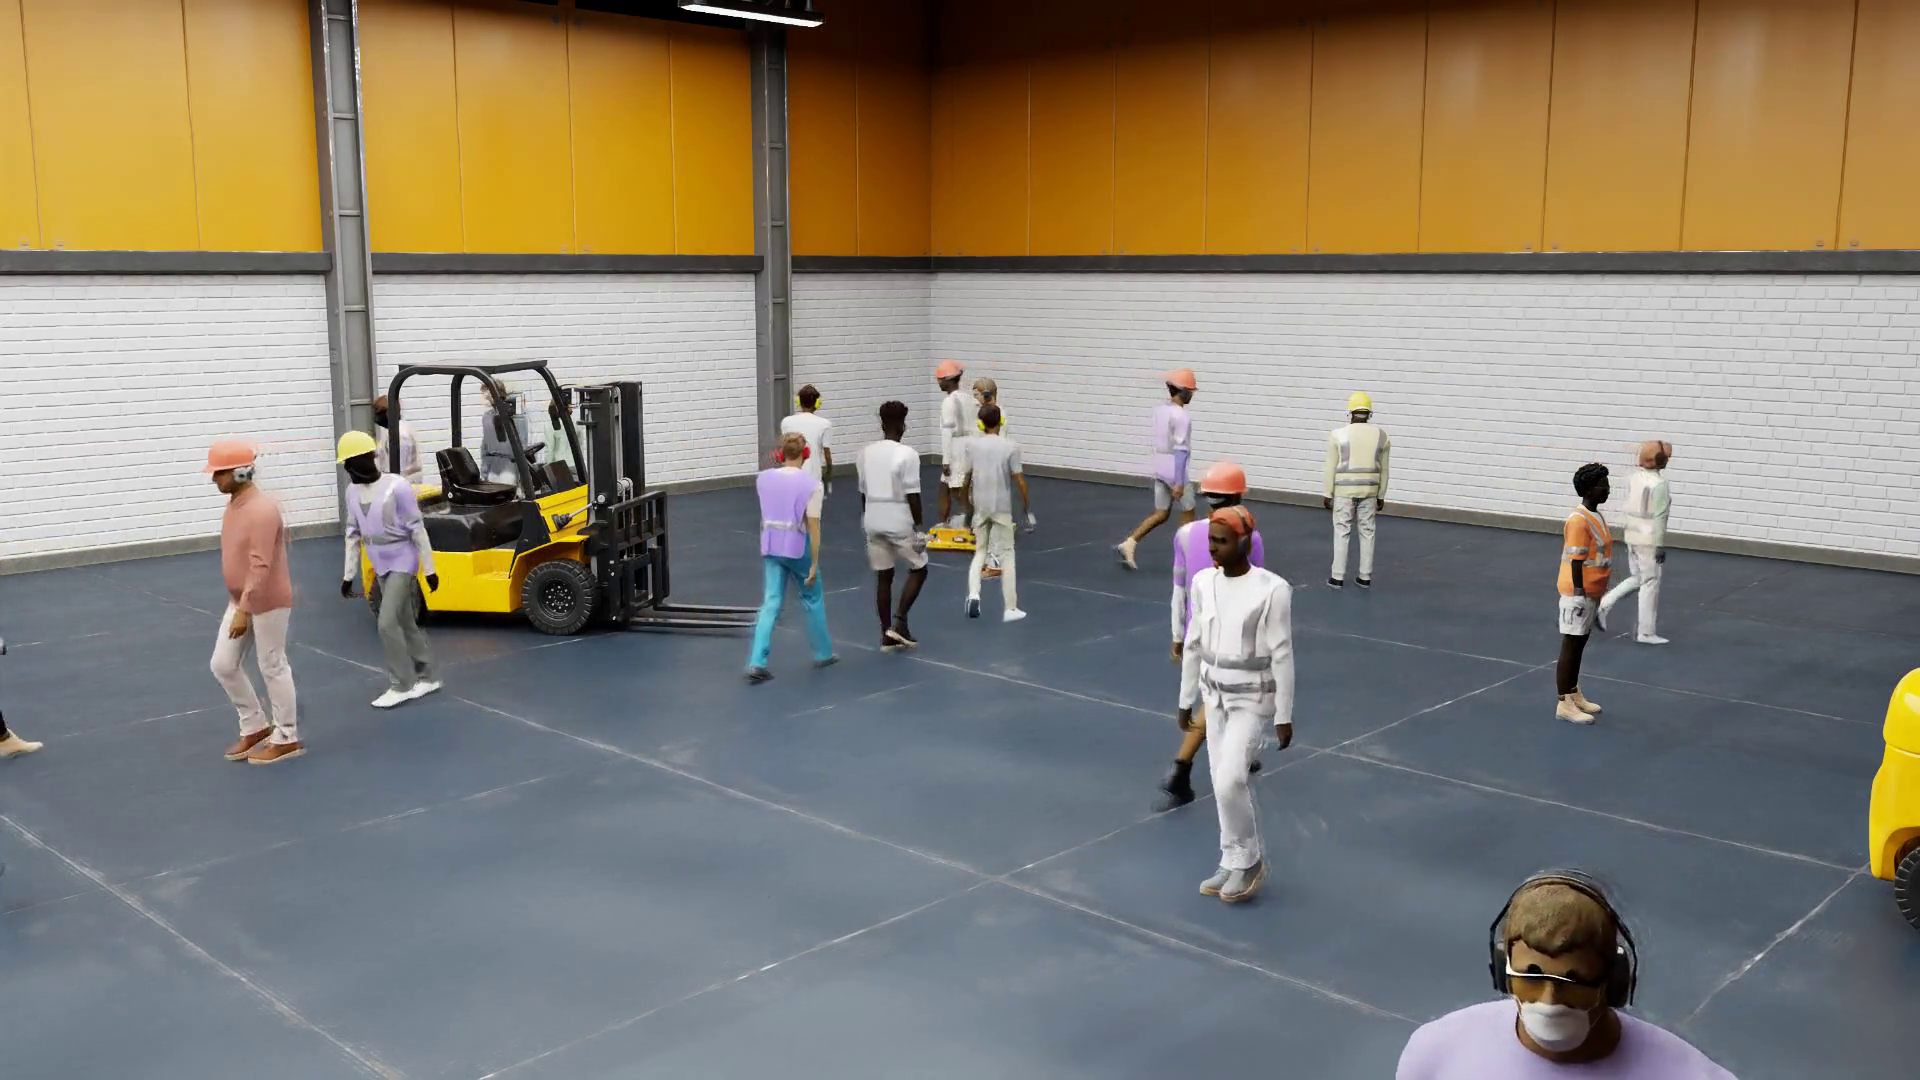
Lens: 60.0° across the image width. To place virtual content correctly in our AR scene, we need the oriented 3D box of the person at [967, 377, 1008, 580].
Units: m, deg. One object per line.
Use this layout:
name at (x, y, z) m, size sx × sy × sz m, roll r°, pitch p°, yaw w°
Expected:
person at (0.275, -0.588, 15.847) m, size 0.371 × 1.934 × 0.627 m, roll -1°, pitch 9°, yaw -7°

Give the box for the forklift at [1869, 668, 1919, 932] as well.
forklift at (5.205, 0.723, 7.013) m, size 2.313 × 2.155 × 1.214 m, roll 9°, pitch 13°, yaw 43°

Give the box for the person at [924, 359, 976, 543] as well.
person at (0.027, -0.922, 17.684) m, size 0.952 × 2.013 × 0.611 m, roll 3°, pitch 10°, yaw 17°

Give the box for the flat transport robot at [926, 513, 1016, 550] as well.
flat transport robot at (0.135, -0.099, 17.931) m, size 0.652 × 0.197 × 1.431 m, roll 2°, pitch 10°, yaw 14°

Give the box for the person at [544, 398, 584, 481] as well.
person at (-4.230, -0.752, 17.764) m, size 0.279 × 1.634 × 0.499 m, roll 8°, pitch 12°, yaw 40°

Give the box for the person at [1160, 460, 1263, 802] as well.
person at (1.426, 0.501, 9.322) m, size 0.555 × 1.903 × 0.991 m, roll 9°, pitch 13°, yaw 44°

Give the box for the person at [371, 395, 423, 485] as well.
person at (-5.074, -0.397, 15.025) m, size 0.432 × 1.830 × 0.626 m, roll -3°, pitch 10°, yaw -18°

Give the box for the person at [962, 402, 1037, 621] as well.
person at (0.307, -0.217, 13.865) m, size 0.667 × 1.850 × 0.517 m, roll 4°, pitch 10°, yaw 23°

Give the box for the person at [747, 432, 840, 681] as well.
person at (-1.229, 0.109, 12.041) m, size 0.555 × 1.793 × 0.959 m, roll 4°, pitch 10°, yaw 22°

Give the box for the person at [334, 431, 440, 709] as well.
person at (-3.874, 0.189, 11.271) m, size 0.617 × 1.865 × 0.704 m, roll 6°, pitch 11°, yaw 34°

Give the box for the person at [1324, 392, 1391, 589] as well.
person at (3.656, -0.452, 15.364) m, size 0.596 × 1.827 × 0.403 m, roll -1°, pitch 9°, yaw -5°

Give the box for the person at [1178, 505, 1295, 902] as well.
person at (1.246, 0.769, 7.721) m, size 0.470 × 1.867 × 0.615 m, roll -7°, pitch 12°, yaw -36°

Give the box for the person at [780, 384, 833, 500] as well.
person at (-1.492, -0.573, 16.075) m, size 0.528 × 1.833 × 0.587 m, roll 1°, pitch 9°, yaw 4°

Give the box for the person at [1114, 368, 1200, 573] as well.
person at (1.960, -0.640, 15.927) m, size 0.890 × 2.014 × 0.606 m, roll -3°, pitch 10°, yaw -20°

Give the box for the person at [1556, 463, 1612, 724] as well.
person at (4.088, 0.338, 10.889) m, size 0.316 × 1.697 × 0.532 m, roll 6°, pitch 11°, yaw 31°

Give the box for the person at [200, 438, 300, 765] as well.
person at (-4.201, 0.377, 9.832) m, size 0.608 × 1.965 × 0.537 m, roll 8°, pitch 12°, yaw 40°

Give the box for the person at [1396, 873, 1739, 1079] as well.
person at (1.110, 1.506, 3.058) m, size 0.643 × 1.923 × 0.705 m, roll 6°, pitch 11°, yaw 32°

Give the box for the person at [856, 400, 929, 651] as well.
person at (-0.508, -0.106, 12.868) m, size 0.647 × 1.946 × 0.444 m, roll 6°, pitch 11°, yaw 32°

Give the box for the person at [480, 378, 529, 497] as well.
person at (-4.420, -0.617, 16.079) m, size 0.654 × 1.909 × 0.439 m, roll 9°, pitch 13°, yaw 43°

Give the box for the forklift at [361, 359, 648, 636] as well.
forklift at (-3.850, -0.407, 13.936) m, size 2.313 × 2.155 × 1.214 m, roll 2°, pitch 9°, yaw 11°

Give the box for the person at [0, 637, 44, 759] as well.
person at (-5.893, 0.552, 9.693) m, size 0.850 × 1.660 × 0.535 m, roll -8°, pitch 12°, yaw -41°

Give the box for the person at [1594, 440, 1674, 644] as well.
person at (5.320, 0.022, 13.065) m, size 0.507 × 1.627 × 0.527 m, roll 0°, pitch 9°, yaw -3°
